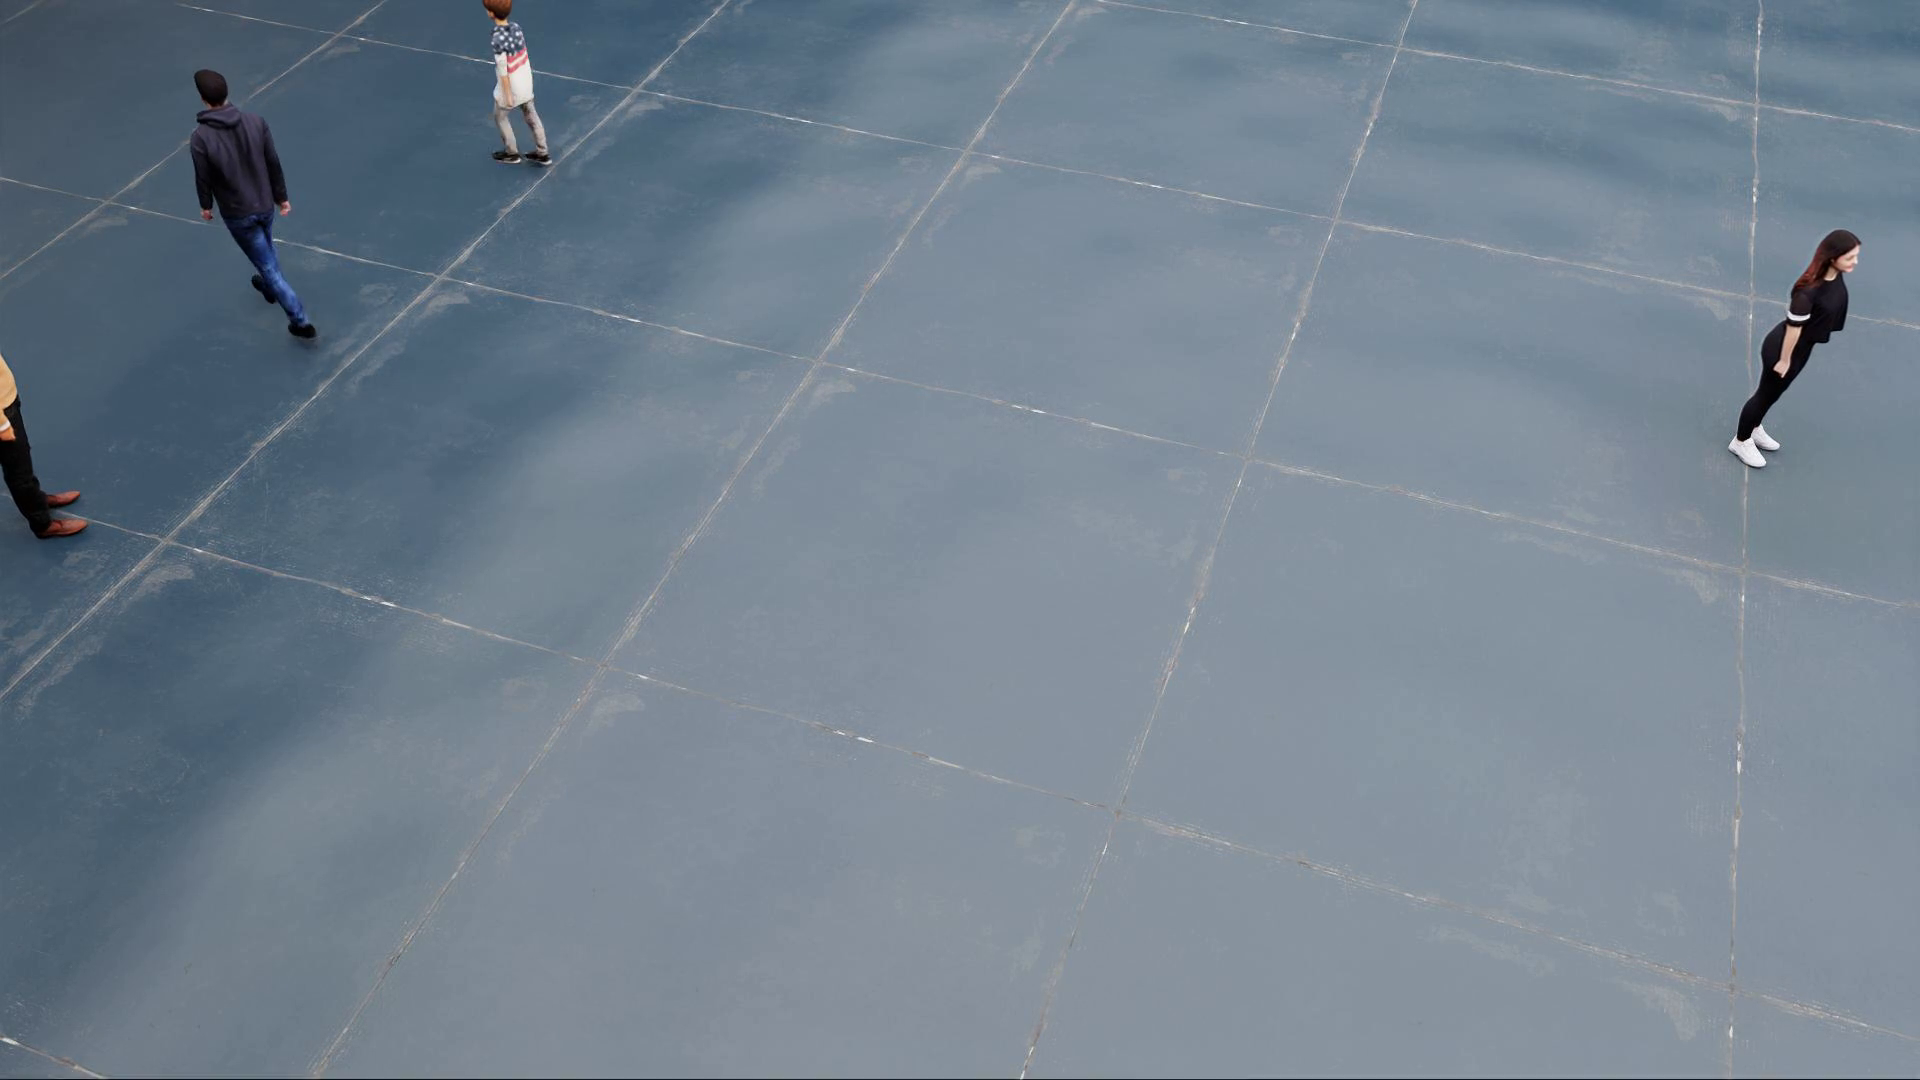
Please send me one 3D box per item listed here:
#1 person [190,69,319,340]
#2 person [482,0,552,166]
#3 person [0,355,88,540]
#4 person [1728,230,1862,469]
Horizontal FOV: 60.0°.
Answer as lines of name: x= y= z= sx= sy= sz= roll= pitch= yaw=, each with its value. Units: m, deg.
person: x=-4.677 y=-2.158 z=11.029 sx=1.282 sy=1.847 sz=0.988 roll=32 pitch=52 yaw=30
person: x=-3.376 y=-3.517 z=12.794 sx=0.683 sy=1.424 sz=0.545 roll=16 pitch=45 yaw=17
person: x=-5.582 y=-0.767 z=9.609 sx=0.813 sy=1.752 sz=0.743 roll=-20 pitch=47 yaw=-20
person: x=5.087 y=-1.189 z=10.145 sx=0.706 sy=1.638 sz=0.694 roll=33 pitch=52 yaw=30
